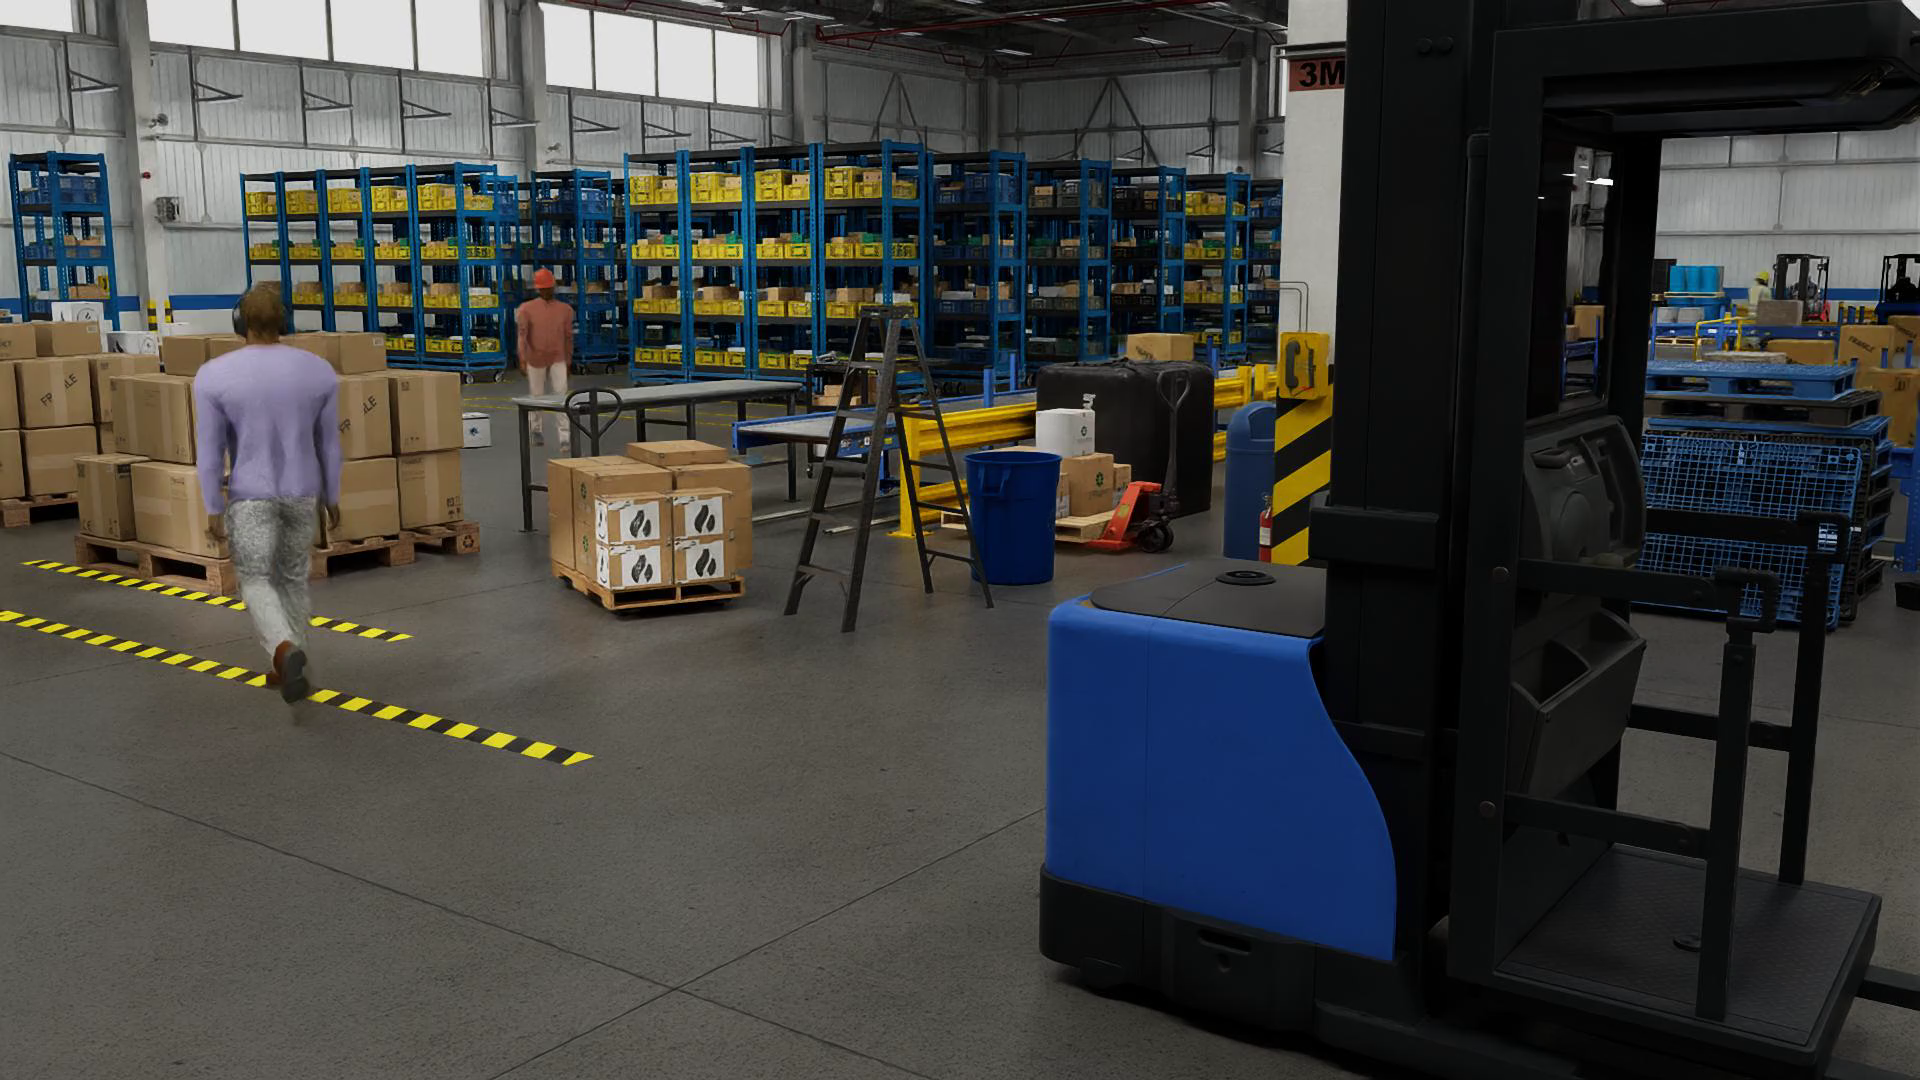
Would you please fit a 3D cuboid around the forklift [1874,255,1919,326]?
[{"bbox_3d":[22.089,-5.634,38.796,1.157,1.987,2.680,6,11,33],"label":"forklift"}]

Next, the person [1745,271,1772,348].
[{"bbox_3d":[16.544,-4.667,34.513,0.541,1.818,0.607,-3,10,-18],"label":"person"}]

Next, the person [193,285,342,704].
[{"bbox_3d":[-3.090,-0.187,7.529,0.633,1.919,0.738,-7,12,-37],"label":"person"}]

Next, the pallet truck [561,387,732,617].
[{"bbox_3d":[-1.981,-0.274,10.088,0.680,1.201,1.601,-5,11,-28],"label":"pallet truck"}]

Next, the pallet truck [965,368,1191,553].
[{"bbox_3d":[0.845,-0.609,11.869,1.630,1.274,0.653,7,12,35],"label":"pallet truck"}]

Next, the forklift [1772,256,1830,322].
[{"bbox_3d":[20.253,-5.854,40.139,1.157,1.987,2.680,7,12,35],"label":"forklift"}]

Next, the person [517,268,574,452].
[{"bbox_3d":[-4.459,-1.940,17.891,0.617,1.954,0.922,-3,10,-18],"label":"person"}]

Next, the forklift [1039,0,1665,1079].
[{"bbox_3d":[1.249,-0.137,4.360,1.873,2.768,1.129,7,12,35],"label":"forklift"}]
